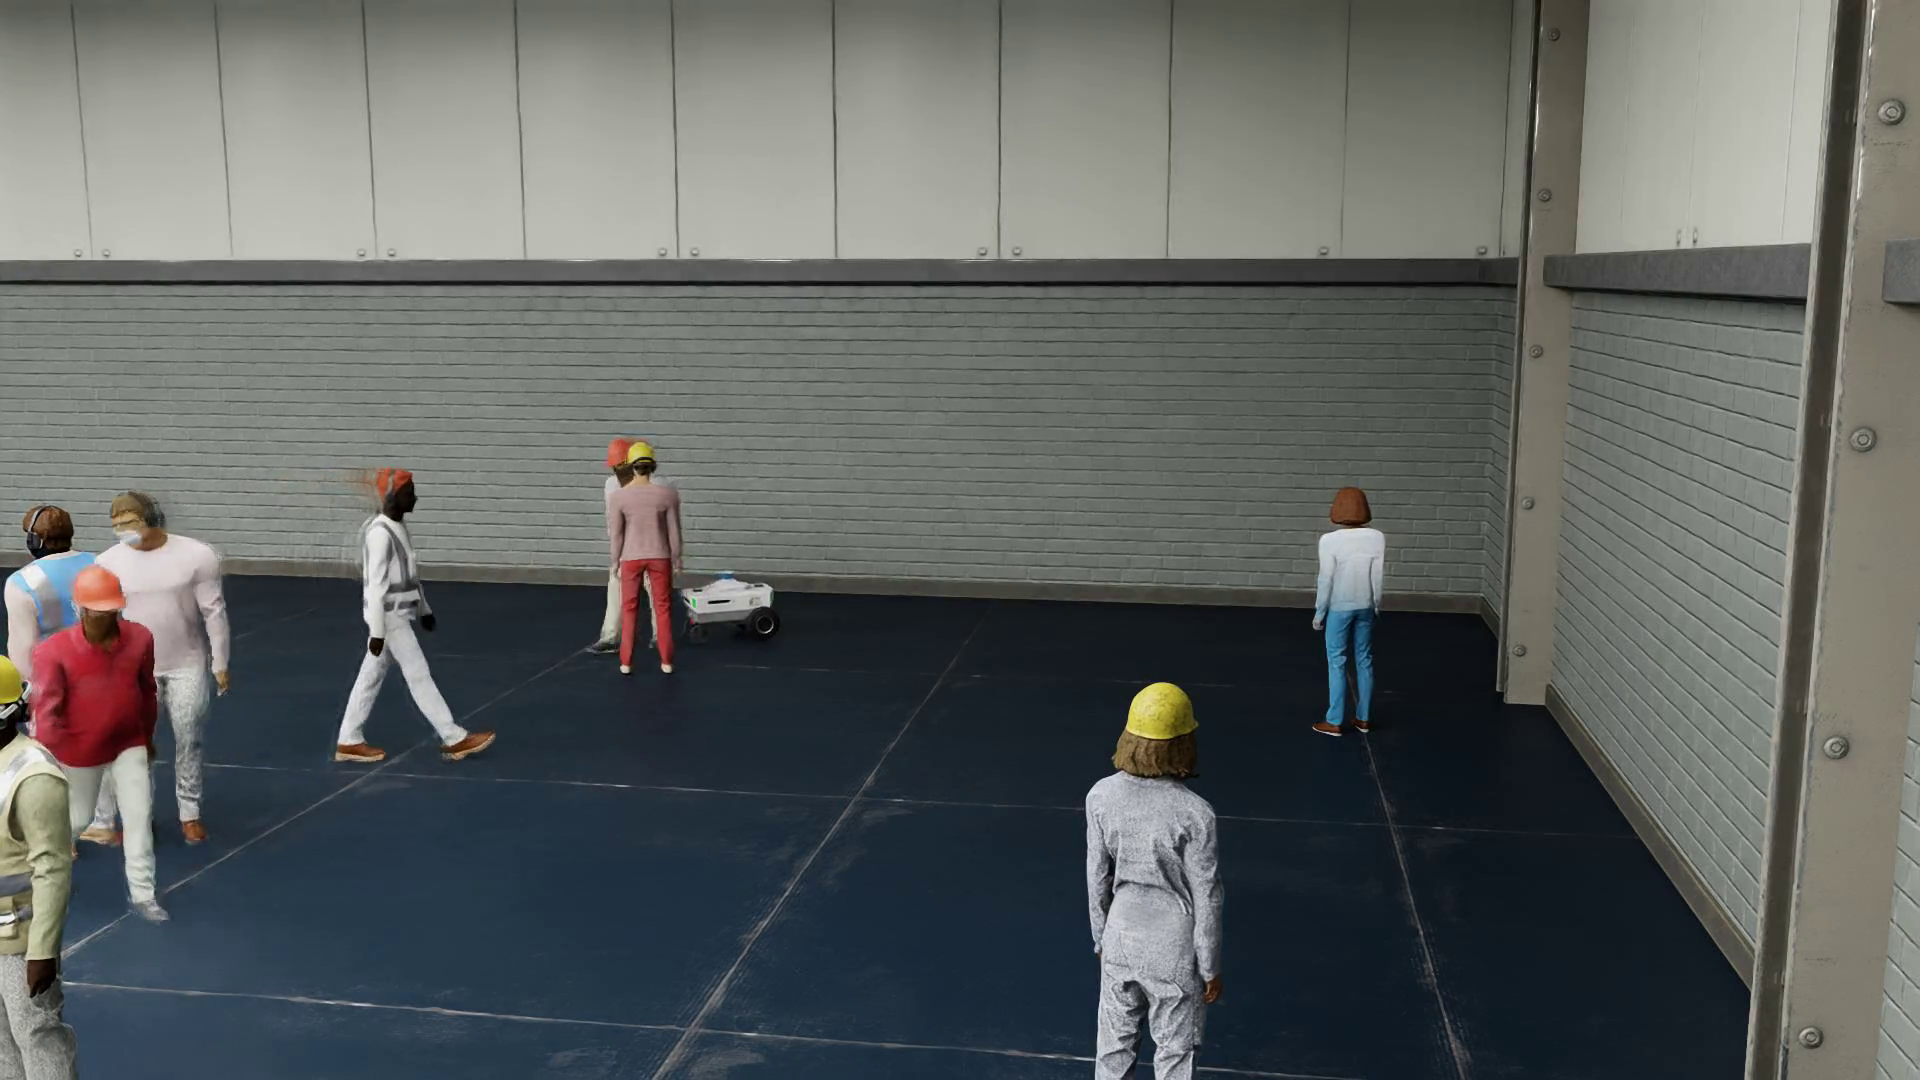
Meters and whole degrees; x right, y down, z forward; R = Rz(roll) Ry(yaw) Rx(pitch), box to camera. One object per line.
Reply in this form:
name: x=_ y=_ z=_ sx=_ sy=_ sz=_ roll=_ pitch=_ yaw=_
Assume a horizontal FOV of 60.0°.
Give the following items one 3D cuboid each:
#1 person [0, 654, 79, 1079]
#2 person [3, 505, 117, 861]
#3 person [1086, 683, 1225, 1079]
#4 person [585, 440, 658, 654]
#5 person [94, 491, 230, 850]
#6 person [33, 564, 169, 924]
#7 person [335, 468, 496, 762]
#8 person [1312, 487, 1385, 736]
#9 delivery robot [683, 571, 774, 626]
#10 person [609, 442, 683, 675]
person: x=-3.125 y=1.250 z=5.423 sx=0.589 sy=1.834 sz=0.403 roll=6 pitch=11 yaw=35
person: x=-4.645 y=0.733 z=8.588 sx=0.429 sy=1.844 sz=0.627 roll=3 pitch=10 yaw=18
person: x=0.629 y=1.310 z=5.331 sx=0.486 sy=1.744 sz=0.294 roll=7 pitch=12 yaw=37
person: x=-2.617 y=0.060 z=13.134 sx=0.592 sy=1.697 sz=0.849 roll=5 pitch=10 yaw=27
person: x=-4.187 y=0.681 z=8.740 sx=0.674 sy=1.911 sz=0.365 roll=-3 pitch=10 yaw=-16
person: x=-4.081 y=0.925 z=7.823 sx=0.797 sy=1.711 sz=0.581 roll=7 pitch=12 yaw=37
person: x=-3.416 y=0.470 z=10.230 sx=0.995 sy=1.828 sz=0.596 roll=-2 pitch=9 yaw=-11
person: x=2.536 y=0.465 z=10.873 sx=0.506 sy=1.636 sz=0.278 roll=-4 pitch=10 yaw=-22
delivery robot: x=-1.910 y=0.498 z=13.704 sx=0.707 sy=0.478 sz=0.477 roll=-4 pitch=10 yaw=-22
person: x=-2.359 y=0.144 z=12.491 sx=0.533 sy=1.761 sz=0.344 roll=-2 pitch=9 yaw=-11
